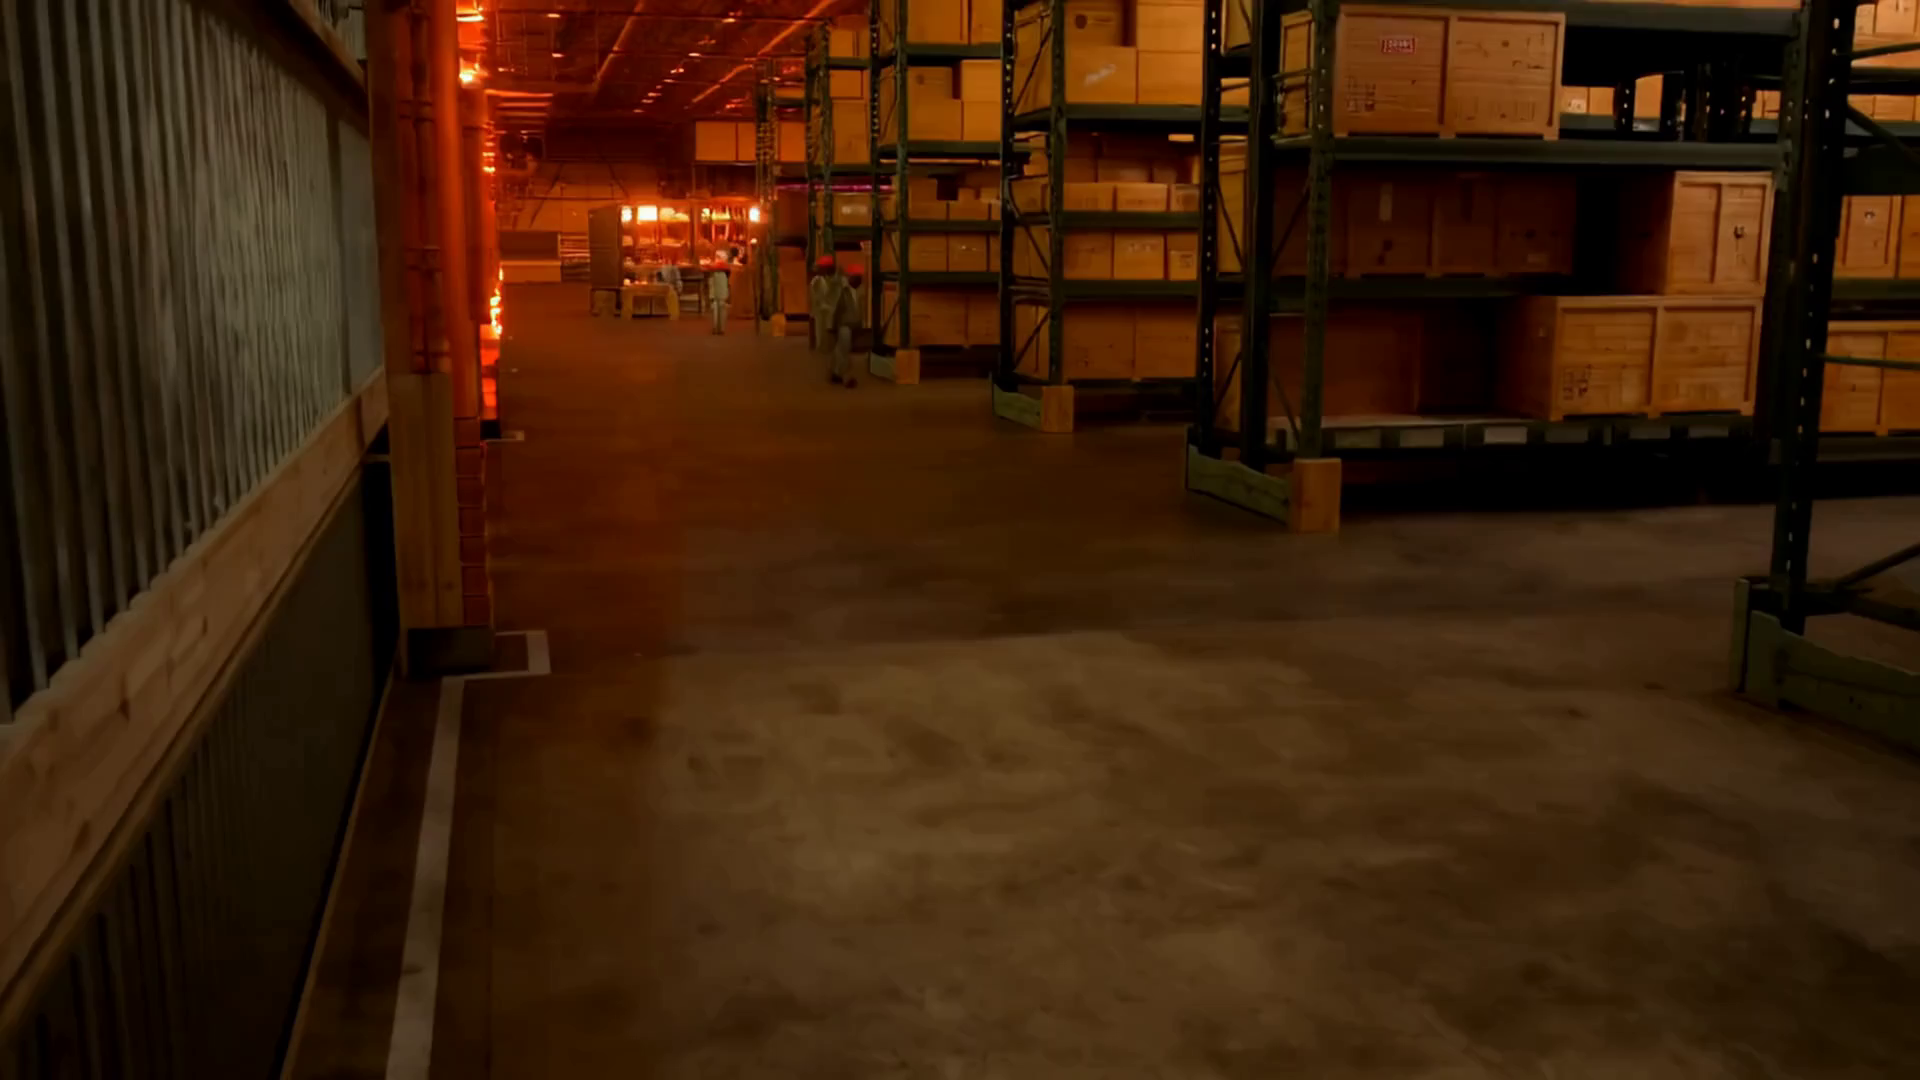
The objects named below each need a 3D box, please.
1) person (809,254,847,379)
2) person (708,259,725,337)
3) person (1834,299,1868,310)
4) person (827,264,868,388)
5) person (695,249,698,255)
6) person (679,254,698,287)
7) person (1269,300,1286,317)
[{"bbox_3d":[-1.981,-3.412,25.453,0.643,1.900,0.964,-3,11,-17],"label":"person"},{"bbox_3d":[-5.475,-5.415,37.232,0.337,1.747,0.573,4,11,24],"label":"person"},{"bbox_3d":[9.679,-2.039,18.258,0.893,1.702,0.490,-2,10,-12],"label":"person"},{"bbox_3d":[-1.641,-3.115,24.169,0.642,1.781,0.862,-8,13,-37],"label":"person"},{"bbox_3d":[-10.719,-10.957,67.933,0.612,1.991,0.392,-1,10,-4],"label":"person"},{"bbox_3d":[-9.079,-8.681,55.656,0.657,1.784,0.437,-2,10,-8],"label":"person"},{"bbox_3d":[3.122,-1.703,16.533,0.311,1.639,0.514,7,12,35],"label":"person"}]
